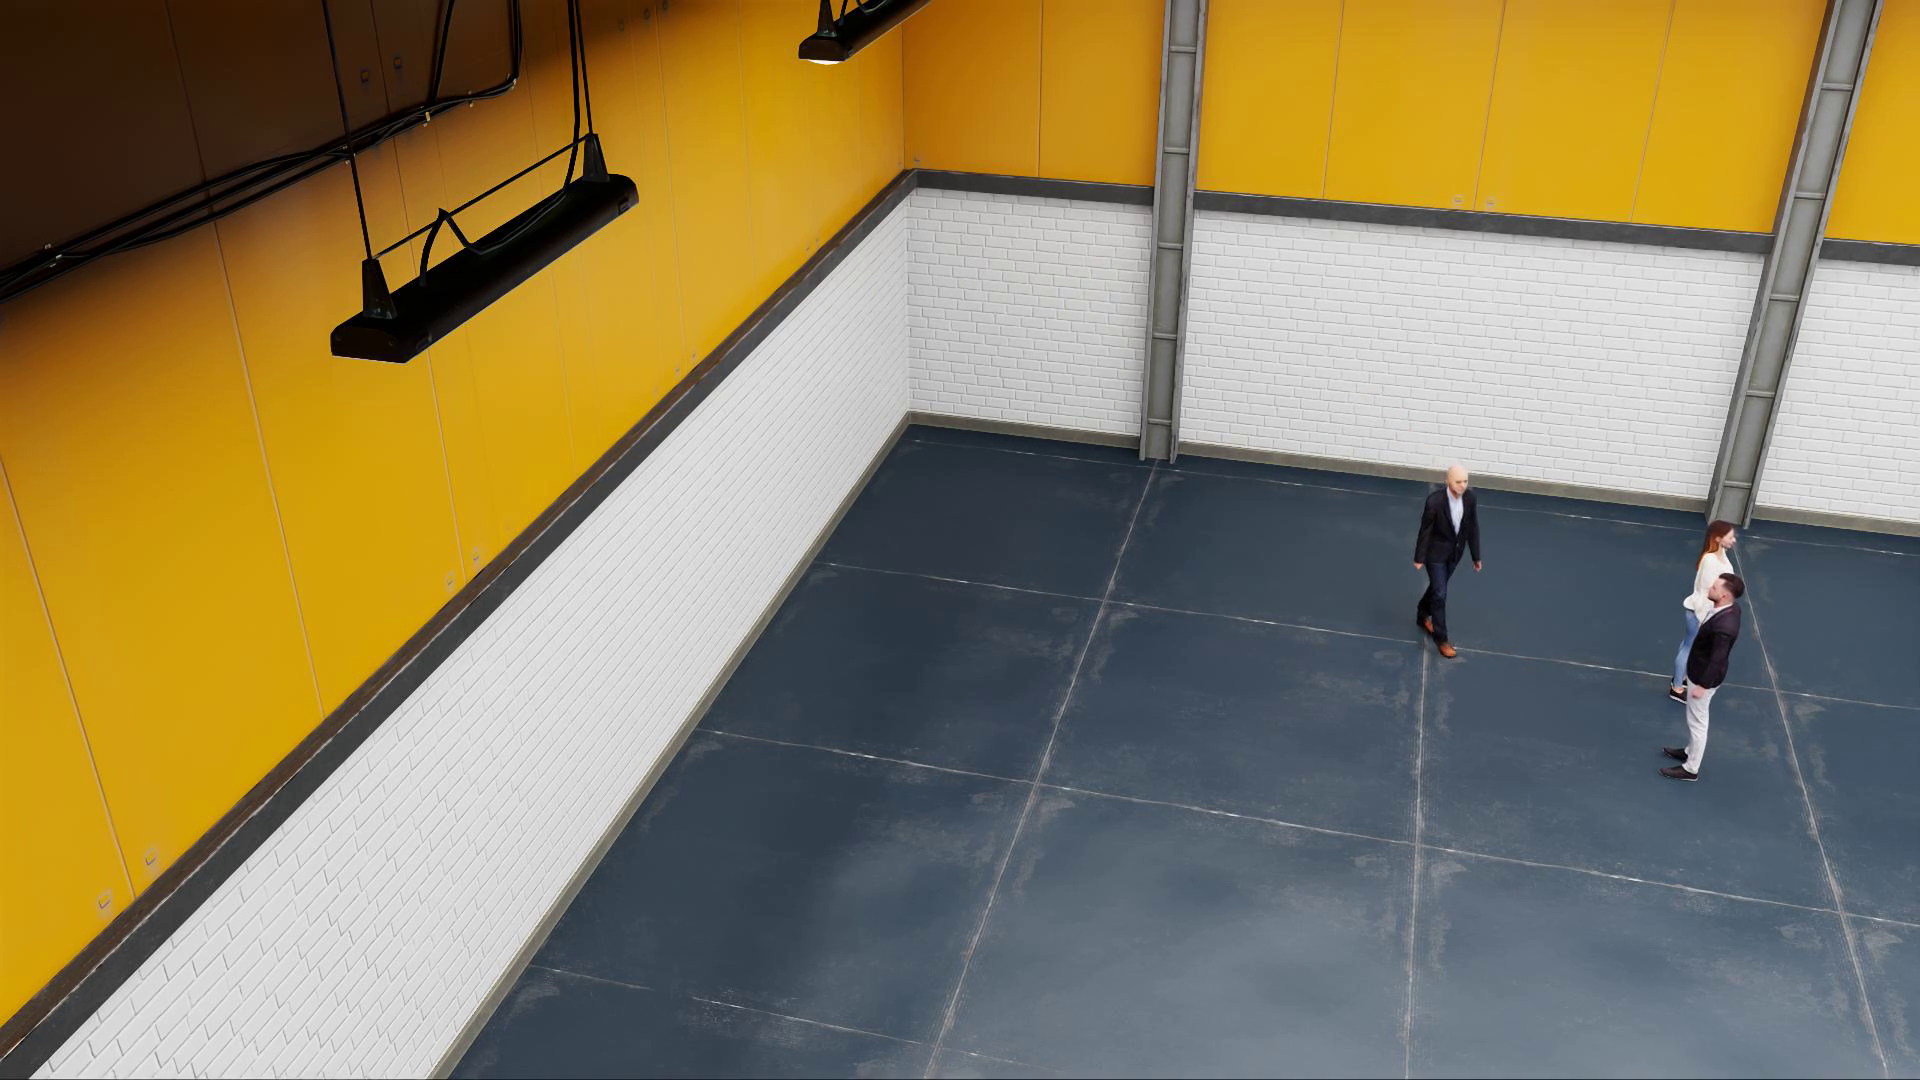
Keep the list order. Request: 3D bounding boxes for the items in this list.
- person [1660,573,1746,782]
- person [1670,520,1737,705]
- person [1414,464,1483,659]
[{"bbox_3d":[5.925,1.072,13.173,0.639,1.844,0.708,15,32,25],"label":"person"},{"bbox_3d":[6.337,0.594,14.207,0.627,1.693,0.667,15,32,25],"label":"person"},{"bbox_3d":[4.339,0.089,15.054,1.096,1.769,1.093,-11,30,-18],"label":"person"}]
